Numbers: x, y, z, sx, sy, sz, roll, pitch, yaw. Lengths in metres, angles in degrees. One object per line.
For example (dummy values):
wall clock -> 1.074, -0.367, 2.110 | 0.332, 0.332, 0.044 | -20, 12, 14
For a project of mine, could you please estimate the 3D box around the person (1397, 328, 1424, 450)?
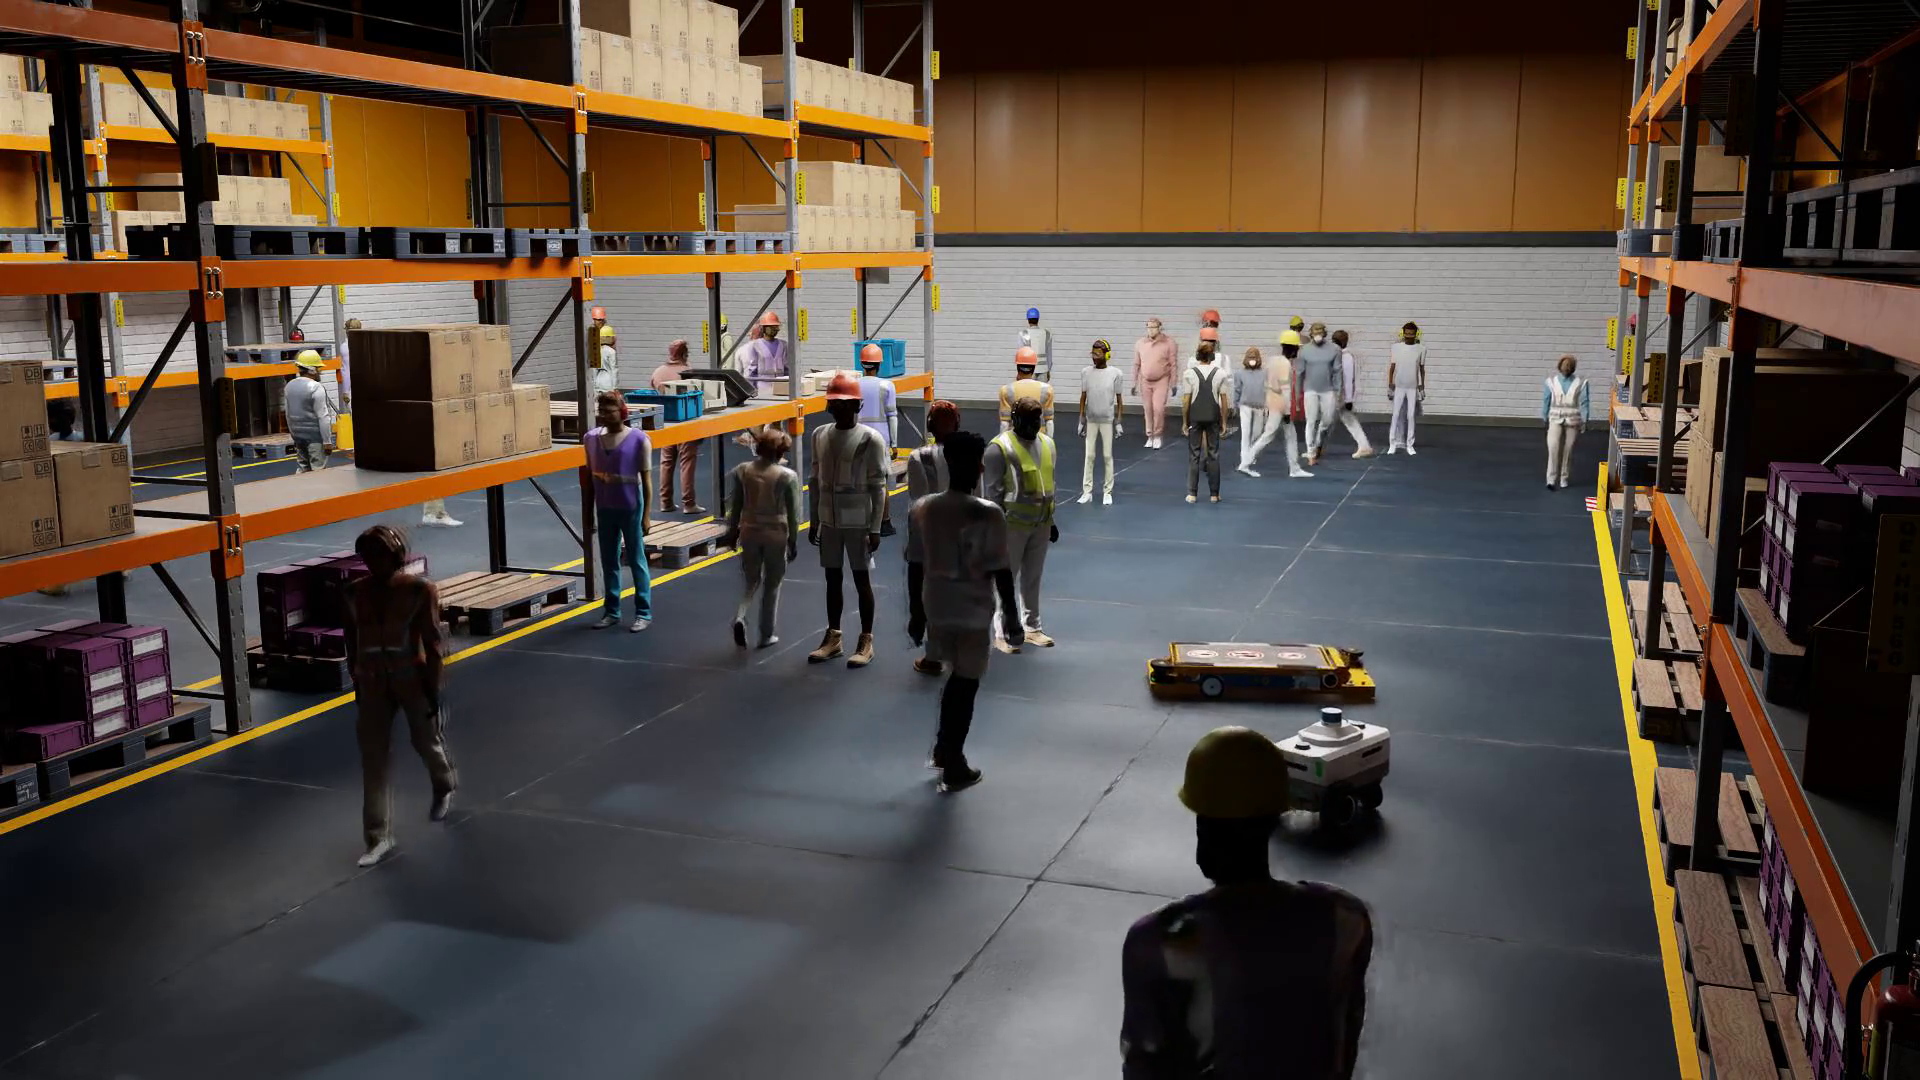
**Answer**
person -> 6.422, -2.153, 23.758 | 0.358, 1.755, 0.520 | 8, 13, 37

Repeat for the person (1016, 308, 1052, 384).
person -> 1.155, -2.651, 26.045 | 0.605, 1.935, 0.403 | -4, 11, -23

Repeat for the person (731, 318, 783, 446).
person -> -2.869, -2.243, 23.899 | 1.026, 1.888, 0.632 | 4, 11, 23

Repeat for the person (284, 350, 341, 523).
person -> -6.812, -1.082, 17.509 | 0.600, 1.827, 0.404 | 6, 12, 32

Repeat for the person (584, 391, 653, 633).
person -> -2.571, -0.217, 12.629 | 0.565, 1.837, 0.389 | 4, 11, 20

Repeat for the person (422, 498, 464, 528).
person -> -5.426, -1.047, 17.265 | 0.565, 1.846, 0.506 | 2, 10, 12

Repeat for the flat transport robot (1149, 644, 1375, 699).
flat transport robot -> 1.974, 0.852, 11.004 | 1.431, 0.197, 0.652 | 1, 10, 5

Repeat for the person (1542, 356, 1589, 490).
person -> 7.214, -1.385, 19.847 | 0.533, 1.595, 0.832 | 4, 11, 23

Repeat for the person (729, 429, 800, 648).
person -> -1.424, 0.005, 11.968 | 0.558, 1.614, 0.449 | 3, 10, 16

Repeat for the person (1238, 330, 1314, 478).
person -> 3.958, -1.694, 20.855 | 0.940, 1.879, 0.610 | 1, 10, 6

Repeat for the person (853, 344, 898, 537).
person -> -0.884, -0.996, 16.718 | 0.542, 1.939, 0.362 | 2, 10, 11

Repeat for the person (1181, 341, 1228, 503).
person -> 2.775, -1.334, 18.884 | 0.515, 1.843, 0.333 | 1, 10, 5

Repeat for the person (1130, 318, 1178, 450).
person -> 2.746, -2.234, 23.837 | 0.668, 1.883, 0.664 | 5, 11, 26

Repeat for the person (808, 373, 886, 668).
person -> -0.804, -0.137, 11.571 | 0.608, 2.048, 0.366 | 5, 11, 28

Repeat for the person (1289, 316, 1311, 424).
person -> 5.485, -2.768, 27.186 | 0.530, 1.766, 0.318 | -6, 12, -29

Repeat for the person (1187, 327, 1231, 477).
person -> 3.149, -1.752, 21.118 | 0.558, 1.895, 0.973 | -1, 10, -7

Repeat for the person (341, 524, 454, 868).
person -> -2.732, 0.696, 8.138 | 0.512, 1.603, 0.828 | 0, 10, 2

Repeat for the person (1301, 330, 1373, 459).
person -> 5.223, -1.980, 22.723 | 0.972, 1.783, 0.640 | 1, 10, 6

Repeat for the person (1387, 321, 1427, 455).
person -> 6.243, -2.118, 23.249 | 0.518, 1.865, 0.327 | 2, 10, 11

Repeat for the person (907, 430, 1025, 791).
person -> 0.044, 0.377, 8.963 | 0.613, 1.947, 0.518 | 10, 14, 43

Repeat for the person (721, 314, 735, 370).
person -> -3.805, -2.709, 26.658 | 0.404, 1.834, 0.591 | -5, 11, -24

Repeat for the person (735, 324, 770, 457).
person -> -2.728, -1.998, 22.619 | 0.628, 1.849, 0.980 | 0, 10, 3

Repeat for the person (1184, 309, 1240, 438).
person -> 3.852, -2.535, 25.371 | 1.039, 1.933, 0.641 | 6, 12, 32

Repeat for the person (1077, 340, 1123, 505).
person -> 1.583, -1.325, 18.788 | 0.520, 1.865, 0.332 | 3, 11, 18

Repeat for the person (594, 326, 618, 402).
person -> -5.177, -2.265, 24.409 | 0.487, 1.744, 0.312 | 8, 13, 39

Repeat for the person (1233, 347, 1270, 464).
person -> 3.844, -1.749, 21.923 | 0.482, 1.595, 0.797 | 1, 10, 6

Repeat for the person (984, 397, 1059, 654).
person -> 0.470, -0.115, 12.027 | 0.619, 1.845, 0.430 | -8, 13, -37

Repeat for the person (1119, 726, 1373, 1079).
person -> 0.590, 1.335, 3.688 | 0.594, 1.896, 0.831 | -2, 10, -13

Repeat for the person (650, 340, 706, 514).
person -> -3.057, -1.233, 18.186 | 0.651, 1.901, 0.396 | 6, 12, 29

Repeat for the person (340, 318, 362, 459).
person -> -8.241, -2.078, 22.832 | 0.357, 1.931, 0.629 | 4, 11, 21

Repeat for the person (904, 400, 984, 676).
person -> -0.108, -0.015, 11.344 | 0.587, 1.882, 0.341 | -6, 11, -28

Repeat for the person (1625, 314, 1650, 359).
person -> 9.981, -2.385, 24.583 | 0.420, 1.922, 0.560 | -1, 10, -5

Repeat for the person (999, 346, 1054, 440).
person -> 0.647, -0.926, 16.322 | 0.542, 1.939, 0.368 | -1, 10, -5

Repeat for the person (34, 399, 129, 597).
person -> -7.450, -0.375, 14.027 | 0.540, 1.638, 0.888 | 6, 12, 29

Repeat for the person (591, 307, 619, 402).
person -> -5.454, -2.526, 25.176 | 0.608, 1.995, 0.377 | -7, 12, -36

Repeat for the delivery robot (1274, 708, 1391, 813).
delivery robot -> 1.898, 1.104, 8.520 | 0.477, 0.478, 0.707 | 10, 14, 44

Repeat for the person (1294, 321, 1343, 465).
person -> 4.800, -1.979, 22.338 | 0.665, 1.921, 0.619 | 1, 10, 4

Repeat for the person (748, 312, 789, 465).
person -> -2.505, -1.993, 22.028 | 0.608, 2.048, 0.368 | -7, 12, -33
